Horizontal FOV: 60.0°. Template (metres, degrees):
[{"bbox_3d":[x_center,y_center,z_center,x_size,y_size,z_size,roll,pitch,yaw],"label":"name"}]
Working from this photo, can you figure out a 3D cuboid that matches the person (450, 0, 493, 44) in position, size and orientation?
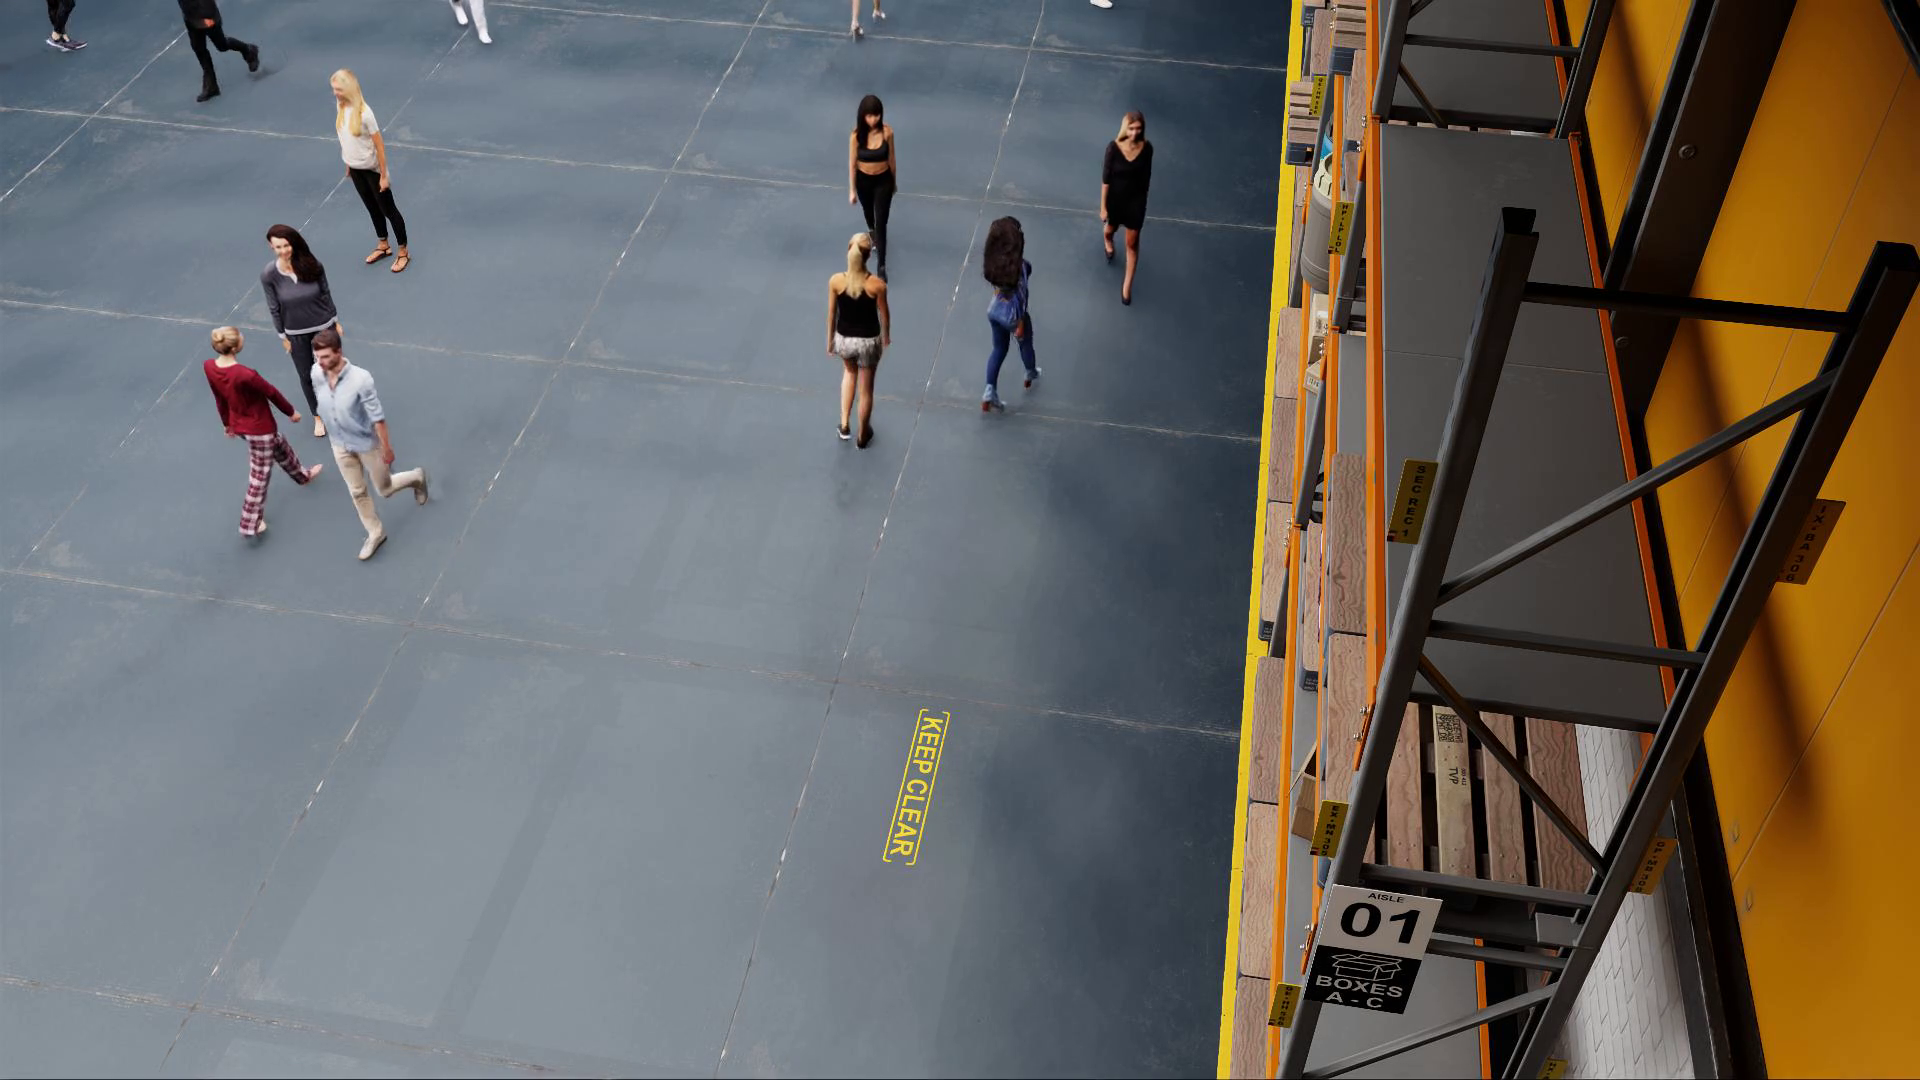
[{"bbox_3d":[-5.246,-6.134,17.164,1.096,1.848,1.257,-19,47,-19],"label":"person"}]

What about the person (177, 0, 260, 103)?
[{"bbox_3d":[-7.379,-5.219,16.273,0.830,1.753,1.138,19,47,19],"label":"person"}]

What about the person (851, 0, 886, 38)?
[{"bbox_3d":[-1.032,-6.019,17.142,0.726,1.712,0.943,17,46,17],"label":"person"}]

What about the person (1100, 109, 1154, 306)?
[{"bbox_3d":[1.354,-2.848,13.864,0.723,1.642,1.103,-2,44,-2],"label":"person"}]

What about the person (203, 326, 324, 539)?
[{"bbox_3d":[-4.984,-0.737,11.640,0.845,1.653,1.170,18,46,18],"label":"person"}]

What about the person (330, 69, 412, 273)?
[{"bbox_3d":[-4.984,-3.132,14.030,0.652,1.825,0.628,20,47,20],"label":"person"}]

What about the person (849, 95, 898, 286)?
[{"bbox_3d":[-0.746,-3.059,14.113,0.774,1.604,1.159,-4,44,-5],"label":"person"}]

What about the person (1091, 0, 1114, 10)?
[{"bbox_3d":[1.564,-6.619,17.702,0.702,1.808,0.524,16,46,16],"label":"person"}]

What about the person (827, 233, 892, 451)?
[{"bbox_3d":[-0.763,-1.398,12.206,0.618,1.831,0.586,6,44,6],"label":"person"}]

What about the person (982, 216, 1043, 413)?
[{"bbox_3d":[0.337,-1.670,12.674,1.015,1.578,0.918,-25,49,-24],"label":"person"}]

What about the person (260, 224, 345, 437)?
[{"bbox_3d":[-4.879,-1.592,12.455,0.685,1.767,0.727,-22,48,-21],"label":"person"}]

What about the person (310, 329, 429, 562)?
[{"bbox_3d":[-4.107,-0.736,11.510,0.735,1.832,1.004,13,45,14],"label":"person"}]
